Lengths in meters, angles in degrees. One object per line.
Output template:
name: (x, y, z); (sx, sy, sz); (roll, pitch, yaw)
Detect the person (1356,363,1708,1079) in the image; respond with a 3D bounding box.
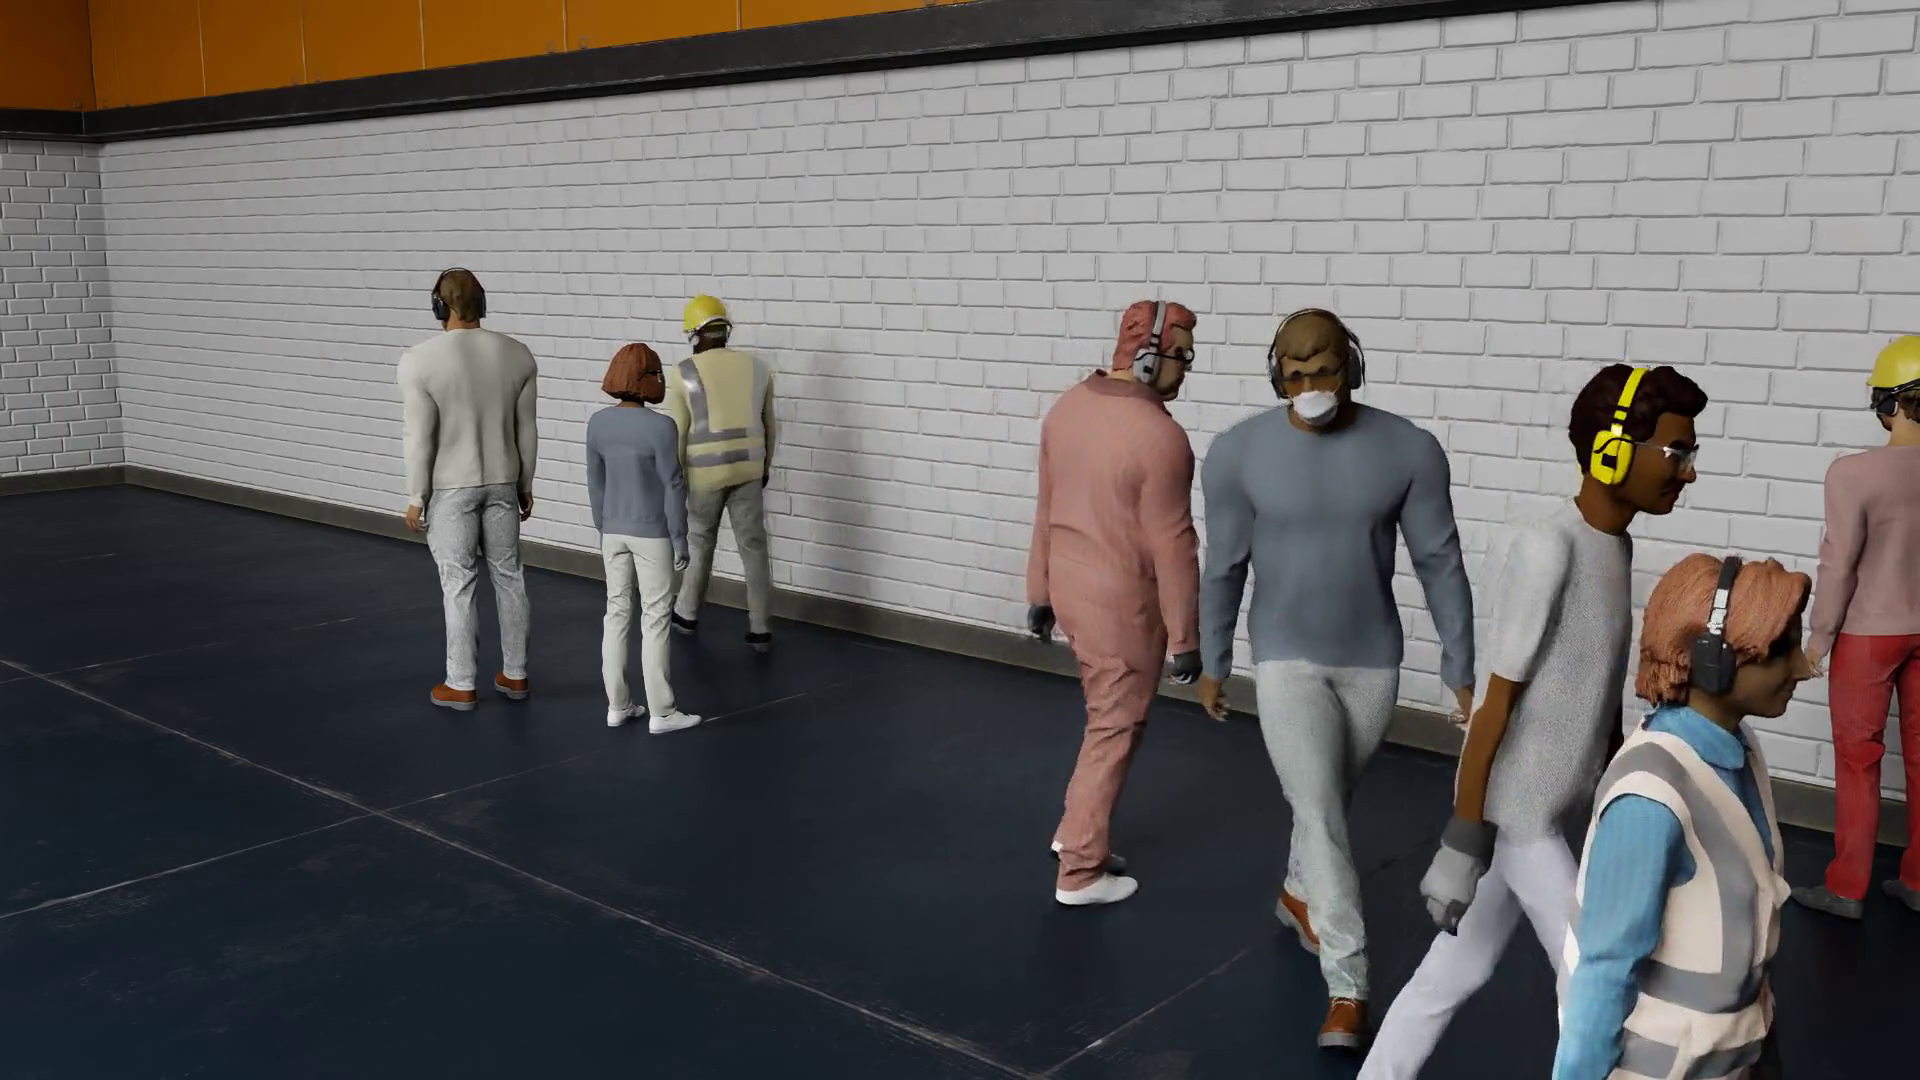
person: (1.207, 0.562, 3.259); (1.029, 1.799, 0.526); (6, 12, 32)

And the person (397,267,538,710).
person: (-2.152, -0.220, 7.328); (0.631, 1.939, 0.372); (-9, 13, -42)

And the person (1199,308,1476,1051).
person: (0.987, 0.327, 4.424); (0.715, 1.874, 0.996); (0, 10, 1)

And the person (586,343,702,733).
person: (-1.336, -0.005, 6.970); (0.500, 1.633, 0.280); (6, 12, 30)

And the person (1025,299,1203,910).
person: (0.517, 0.218, 5.021); (0.525, 1.874, 0.685); (-5, 11, -27)

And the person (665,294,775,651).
person: (-1.230, -0.345, 8.508); (0.665, 1.787, 0.851); (-6, 11, -30)

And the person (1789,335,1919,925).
person: (2.781, 0.278, 4.983); (0.522, 1.769, 0.312); (-1, 10, -8)

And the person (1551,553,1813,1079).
person: (1.058, 0.797, 2.536); (0.893, 1.593, 0.525); (6, 12, 31)
